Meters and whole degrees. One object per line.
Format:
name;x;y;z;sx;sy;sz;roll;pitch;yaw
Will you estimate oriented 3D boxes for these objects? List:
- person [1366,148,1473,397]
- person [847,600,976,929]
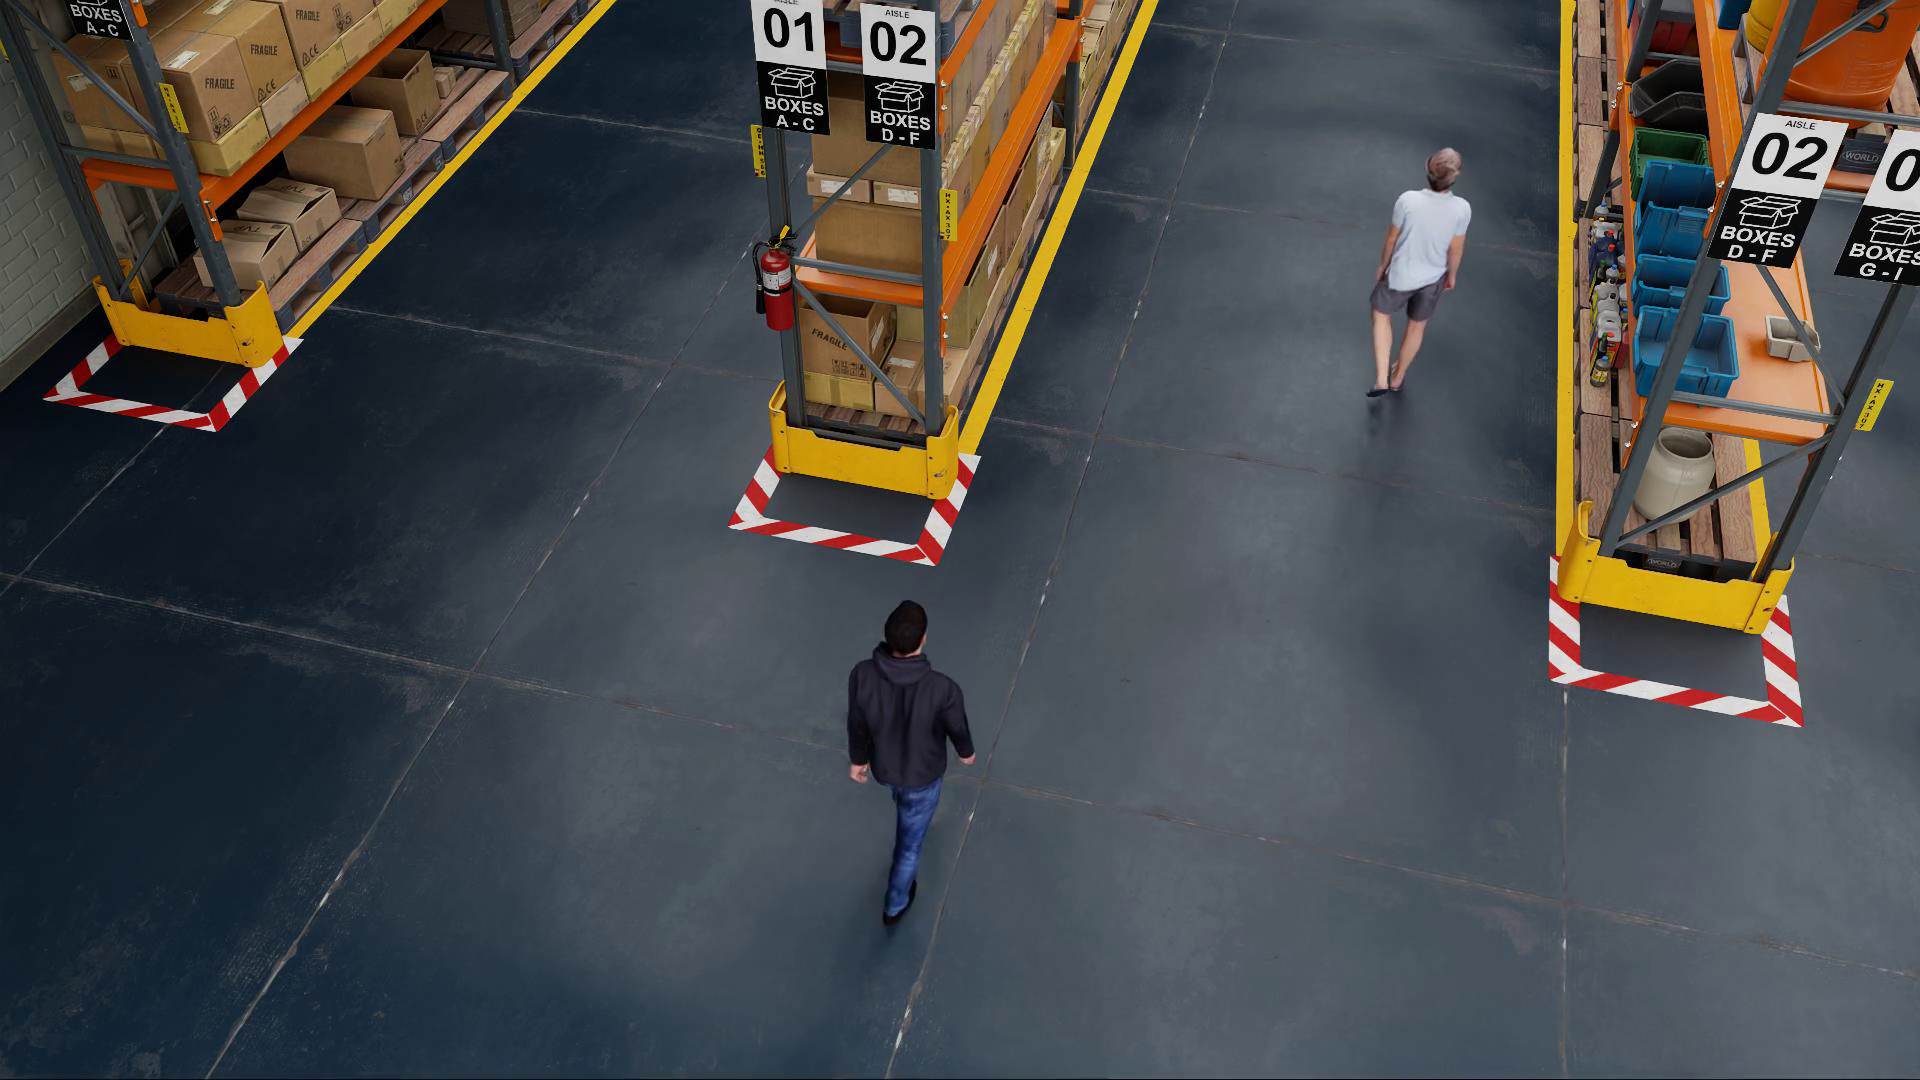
person;2.906;-1.643;10.667;0.697;1.822;0.857;7;44;8
person;-0.282;1.112;7.700;0.780;1.844;1.146;15;45;16
